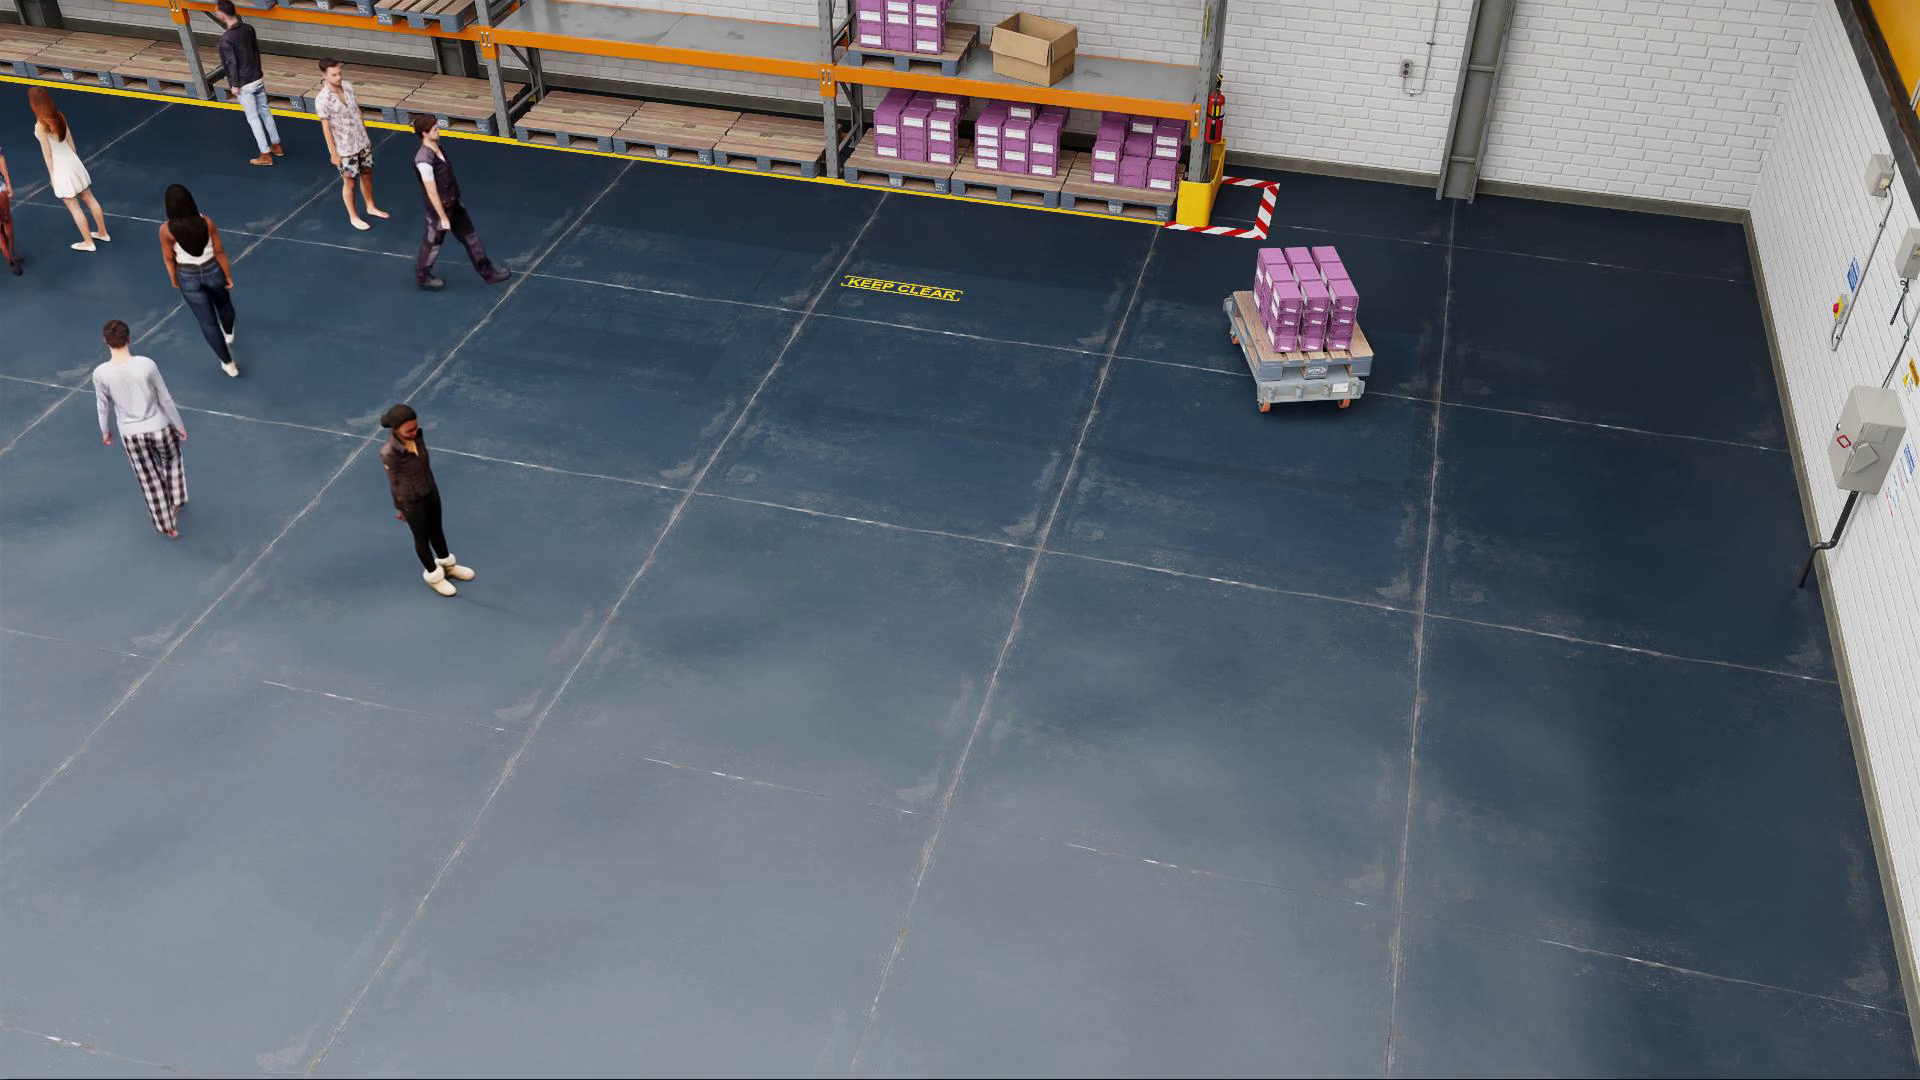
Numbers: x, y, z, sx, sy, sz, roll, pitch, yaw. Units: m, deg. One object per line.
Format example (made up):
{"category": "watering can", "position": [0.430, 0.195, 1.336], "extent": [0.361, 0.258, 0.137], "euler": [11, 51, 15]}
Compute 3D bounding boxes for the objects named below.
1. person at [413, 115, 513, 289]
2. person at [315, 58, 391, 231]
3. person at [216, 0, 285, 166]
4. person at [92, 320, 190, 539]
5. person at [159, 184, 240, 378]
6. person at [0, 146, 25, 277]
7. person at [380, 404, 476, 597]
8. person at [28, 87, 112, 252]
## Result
{"category": "person", "position": [-5.070, -3.193, 15.985], "extent": [1.250, 1.801, 0.847], "euler": [2, 39, 3]}
{"category": "person", "position": [-6.315, -4.106, 17.122], "extent": [0.639, 1.811, 0.715], "euler": [18, 42, 21]}
{"category": "person", "position": [-7.802, -5.028, 18.257], "extent": [0.536, 1.835, 0.650], "euler": [10, 40, 13]}
{"category": "person", "position": [-6.343, -0.817, 12.997], "extent": [1.024, 1.818, 1.080], "euler": [-18, 42, -21]}
{"category": "person", "position": [-6.741, -2.271, 14.856], "extent": [1.097, 1.770, 1.159], "euler": [-21, 43, -24]}
{"category": "person", "position": [-9.636, -3.525, 16.462], "extent": [0.863, 1.726, 0.753], "euler": [29, 47, 31]}
{"category": "person", "position": [-4.089, -0.332, 12.517], "extent": [0.638, 1.659, 0.582], "euler": [12, 40, 15]}
{"category": "person", "position": [-8.997, -3.746, 16.750], "extent": [0.502, 1.711, 0.553], "euler": [9, 40, 11]}
